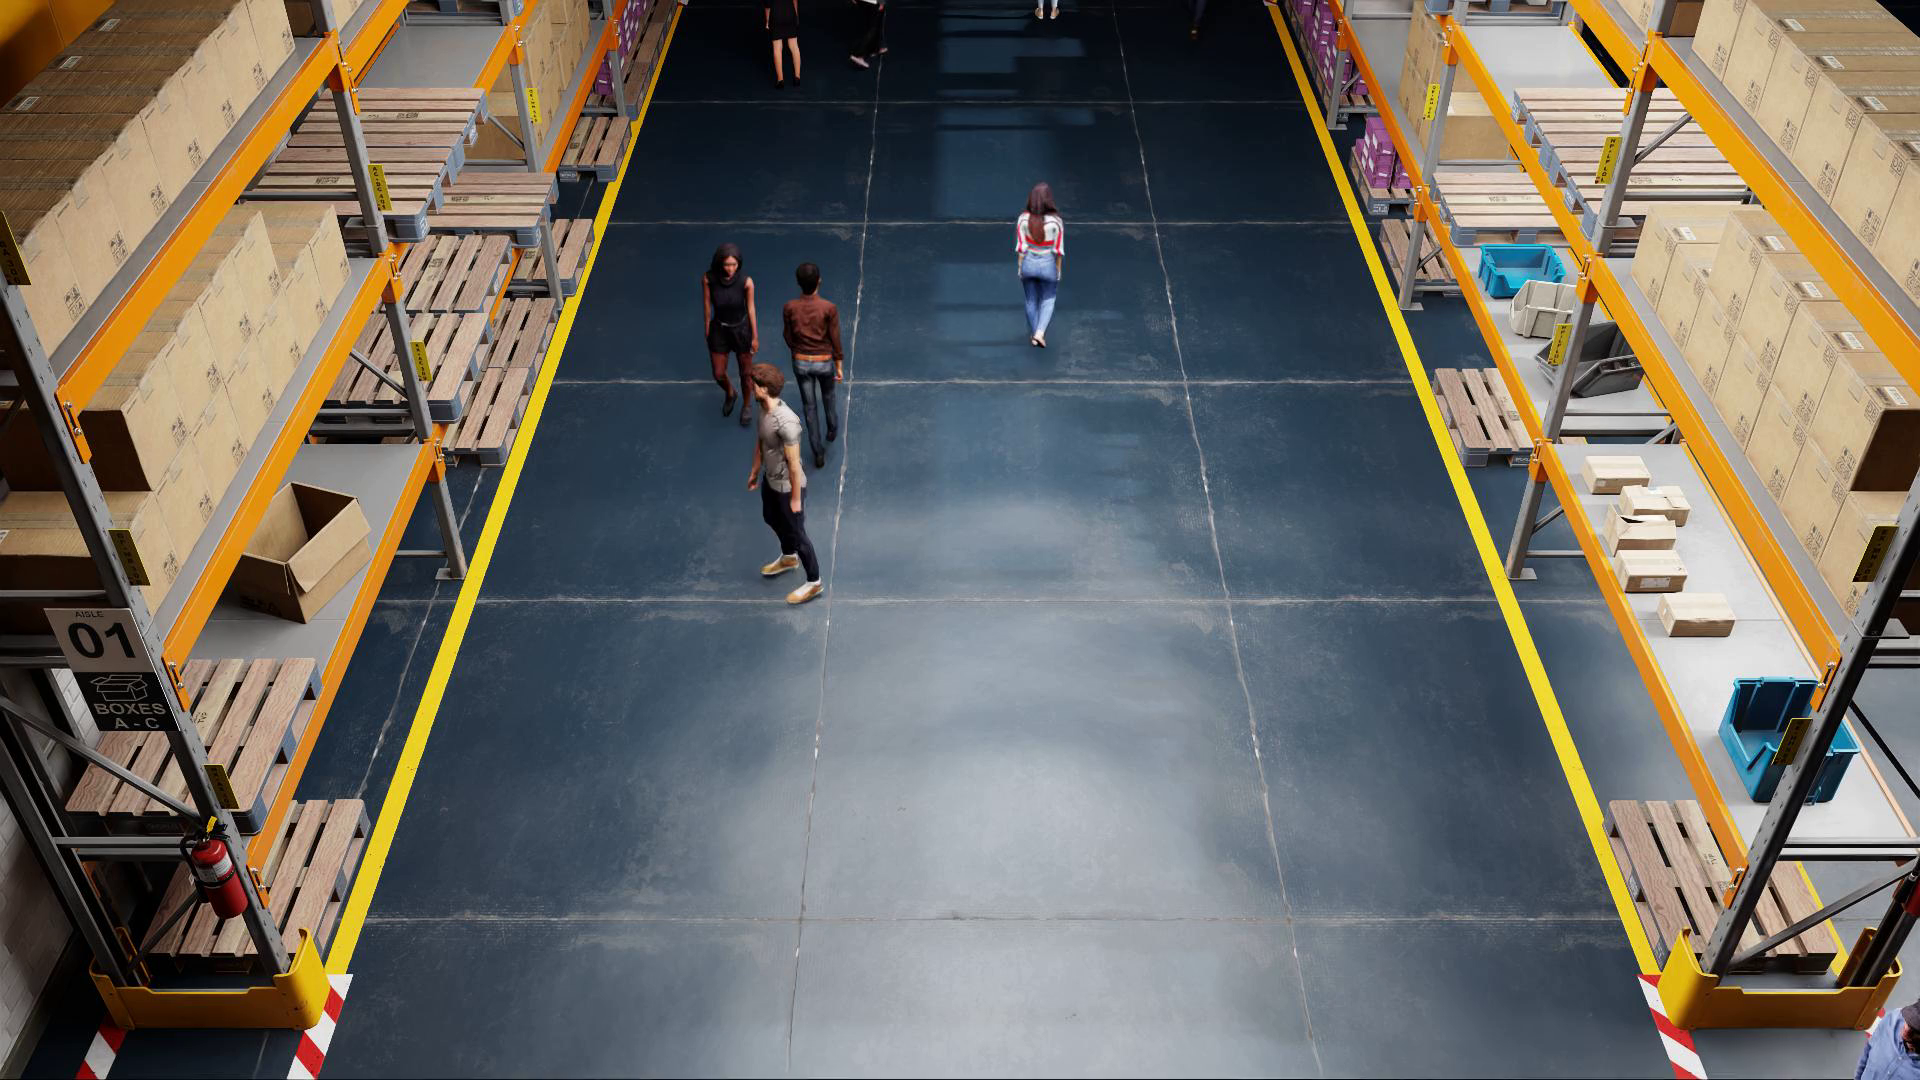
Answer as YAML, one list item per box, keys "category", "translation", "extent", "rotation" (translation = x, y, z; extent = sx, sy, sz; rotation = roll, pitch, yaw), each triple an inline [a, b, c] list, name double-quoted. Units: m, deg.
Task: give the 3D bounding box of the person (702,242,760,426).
- category: "person"
  translation: [-1.893, -1.757, 13.940]
  extent: [0.632, 1.723, 0.612]
  rotation: [1, 39, 2]

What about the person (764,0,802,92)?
- category: "person"
  translation: [-2.073, -6.066, 19.372]
  extent: [0.603, 1.678, 0.575]
  rotation: [-13, 40, -16]

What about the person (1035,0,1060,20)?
- category: "person"
  translation: [1.117, -7.534, 21.115]
  extent: [0.583, 1.796, 0.495]
  rotation: [1, 39, 1]

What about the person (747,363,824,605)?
- category: "person"
  translation: [-1.284, -0.446, 12.198]
  extent: [0.748, 1.847, 0.887]
  rotation: [31, 48, 33]

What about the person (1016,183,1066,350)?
- category: "person"
  translation: [0.687, -2.396, 14.836]
  extent: [0.671, 1.602, 0.830]
  rotation: [6, 39, 8]

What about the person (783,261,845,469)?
- category: "person"
  translation: [-1.188, -1.357, 13.413]
  extent: [0.646, 1.755, 0.830]
  rotation: [-1, 39, -1]

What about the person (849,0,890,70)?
- category: "person"
  translation: [-1.130, -6.496, 20.000]
  extent: [1.017, 1.564, 0.982]
  rotation: [-24, 45, -27]
